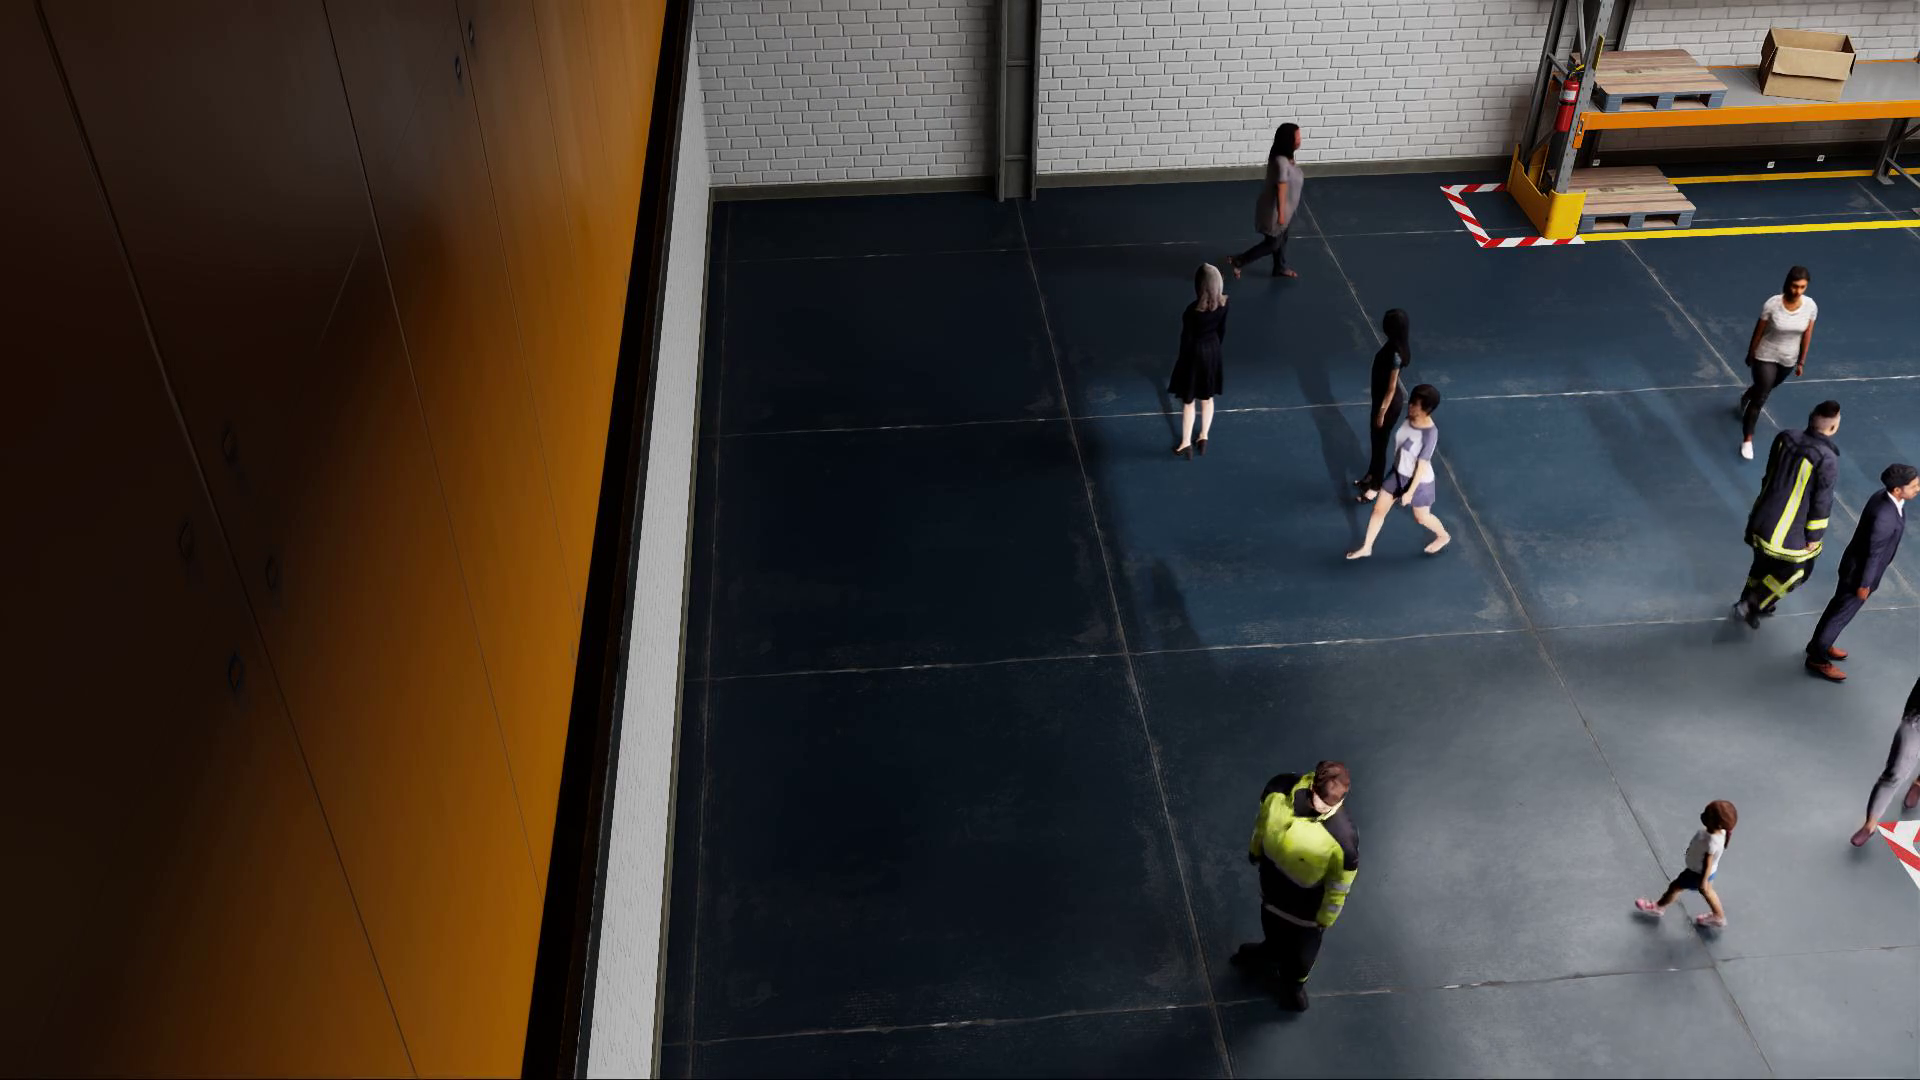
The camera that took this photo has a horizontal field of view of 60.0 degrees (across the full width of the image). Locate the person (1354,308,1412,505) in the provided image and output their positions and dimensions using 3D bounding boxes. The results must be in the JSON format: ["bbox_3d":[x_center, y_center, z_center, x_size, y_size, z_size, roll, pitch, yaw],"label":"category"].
[{"bbox_3d":[3.293,-1.040,12.888,0.599,1.733,0.618,9,39,11],"label":"person"}]

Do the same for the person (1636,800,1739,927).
[{"bbox_3d":[4.408,1.923,9.765,0.787,0.999,0.643,18,42,21],"label":"person"}]

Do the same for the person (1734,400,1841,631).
[{"bbox_3d":[5.757,-0.163,11.695,0.892,1.850,0.847,-8,39,-10],"label":"person"}]

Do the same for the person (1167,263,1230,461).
[{"bbox_3d":[1.927,-1.434,13.371,0.643,1.745,0.750,-20,43,-23],"label":"person"}]

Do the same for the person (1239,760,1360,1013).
[{"bbox_3d":[1.884,1.819,9.135,0.944,1.947,0.943,-16,41,-19],"label":"person"}]

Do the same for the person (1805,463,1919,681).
[{"bbox_3d":[6.156,0.185,11.359,0.704,1.726,0.713,16,41,19],"label":"person"}]

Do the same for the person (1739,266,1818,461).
[{"bbox_3d":[6.645,-1.528,13.594,1.079,1.613,0.784,3,39,4],"label":"person"}]

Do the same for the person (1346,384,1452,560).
[{"bbox_3d":[3.415,-0.469,12.338,1.089,1.526,0.723,-12,40,-14],"label":"person"}]

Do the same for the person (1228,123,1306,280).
[{"bbox_3d":[2.910,-3.145,15.637,0.981,1.590,0.747,4,39,4],"label":"person"}]

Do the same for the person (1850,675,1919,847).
[{"bbox_3d":[6.022,1.180,10.236,1.020,1.573,1.109,30,47,32],"label":"person"}]
